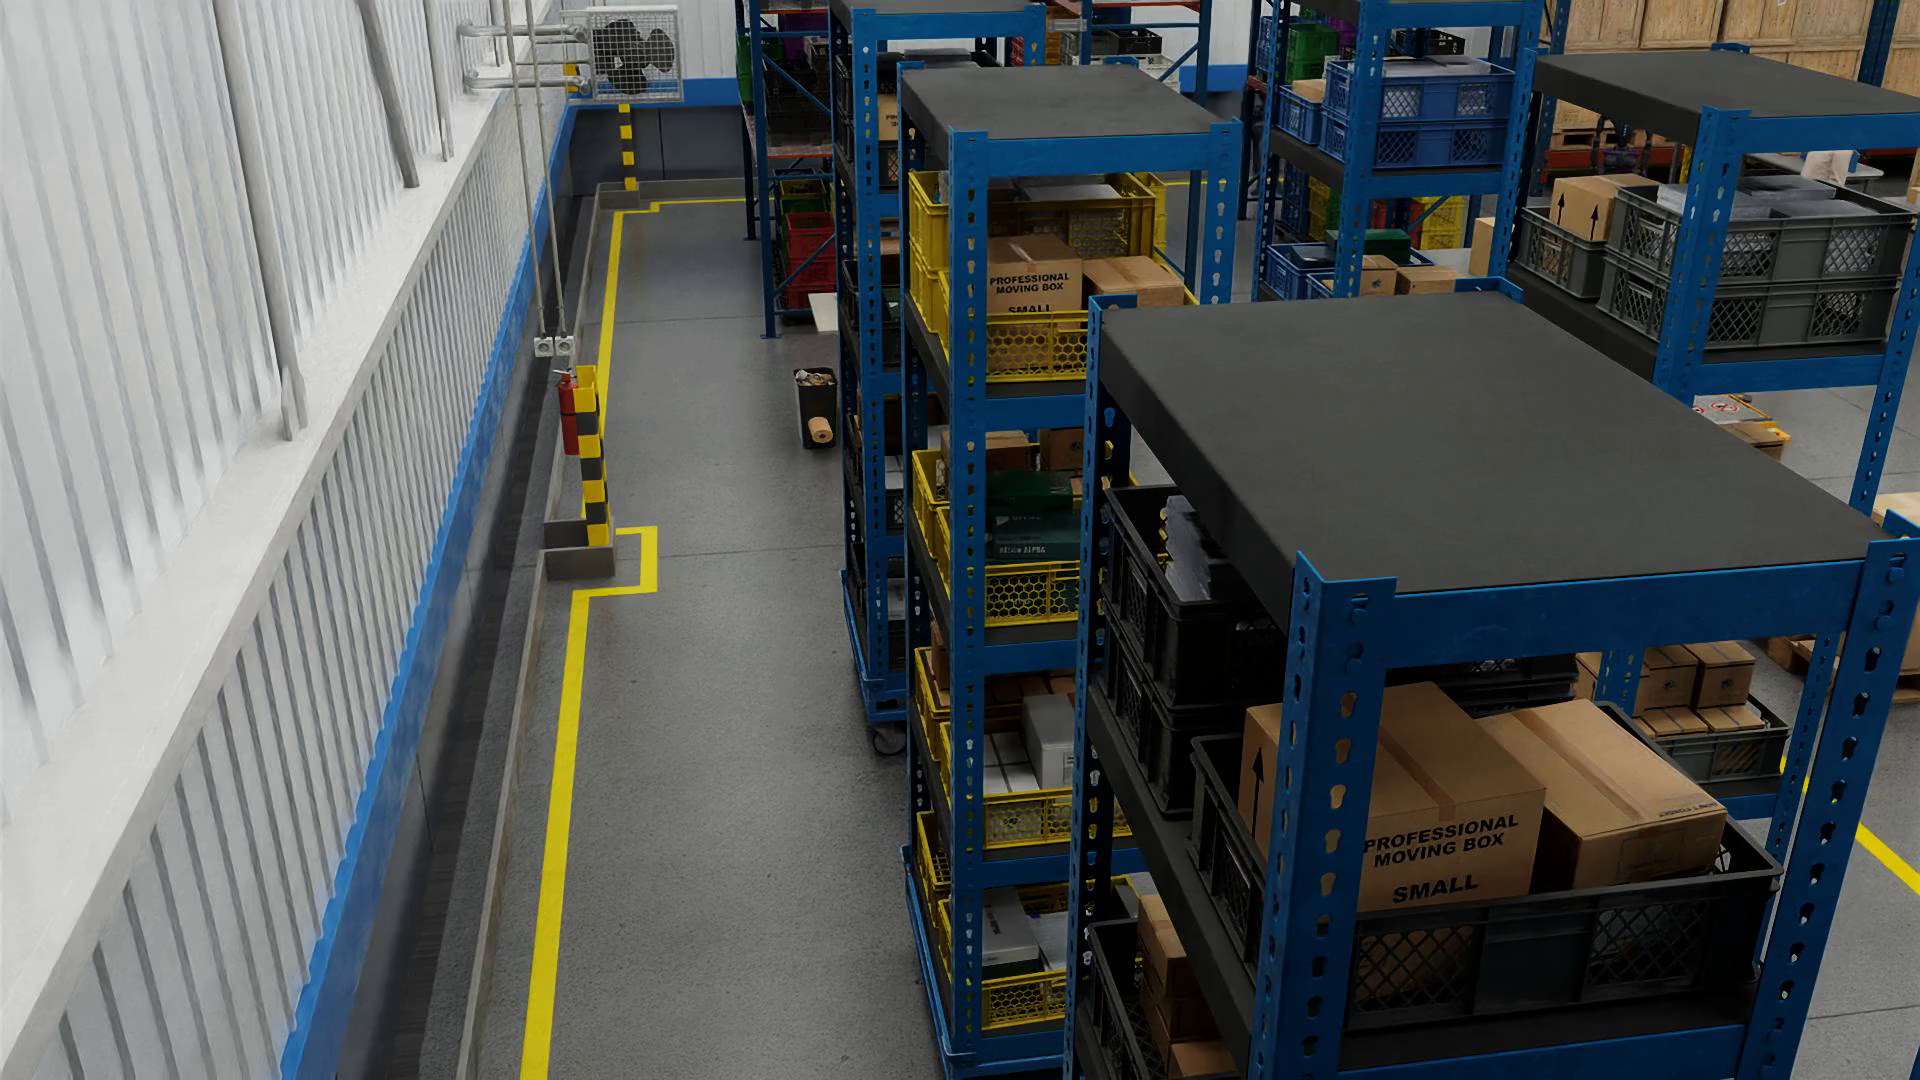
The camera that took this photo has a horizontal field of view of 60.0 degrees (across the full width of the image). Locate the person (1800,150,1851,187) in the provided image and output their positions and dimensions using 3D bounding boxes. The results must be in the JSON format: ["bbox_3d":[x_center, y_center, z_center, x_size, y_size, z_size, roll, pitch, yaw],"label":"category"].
[{"bbox_3d":[7.493,-2.922,14.587,0.380,1.994,0.610,2,25,5],"label":"person"}]

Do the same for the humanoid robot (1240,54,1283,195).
[{"bbox_3d":[3.510,-4.760,18.974,0.639,1.629,0.458,9,26,18],"label":"humanoid robot"}]

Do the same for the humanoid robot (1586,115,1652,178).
[{"bbox_3d":[6.628,-3.758,16.766,0.591,1.657,0.328,7,26,15],"label":"humanoid robot"}]

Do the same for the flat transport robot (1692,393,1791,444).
[{"bbox_3d":[5.224,-0.859,12.132,1.431,0.197,0.652,-4,25,-8],"label":"flat transport robot"}]
